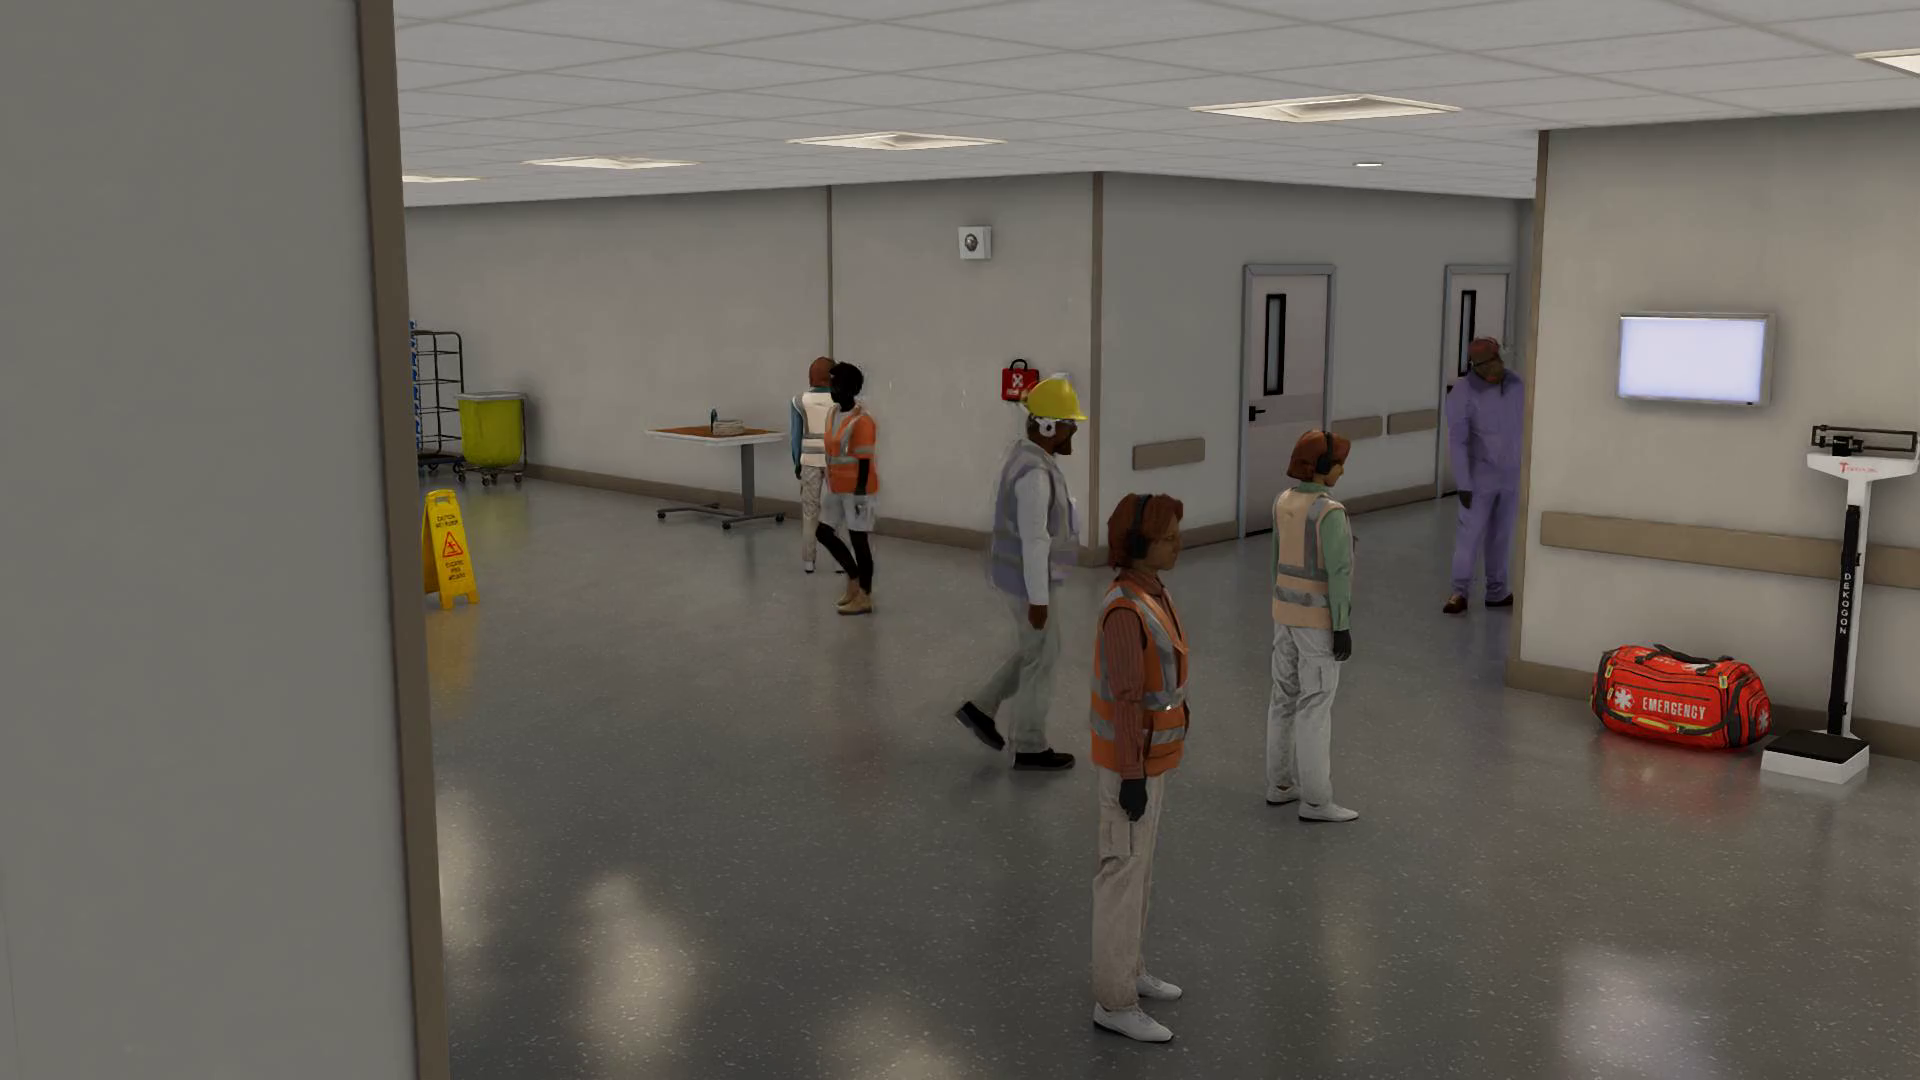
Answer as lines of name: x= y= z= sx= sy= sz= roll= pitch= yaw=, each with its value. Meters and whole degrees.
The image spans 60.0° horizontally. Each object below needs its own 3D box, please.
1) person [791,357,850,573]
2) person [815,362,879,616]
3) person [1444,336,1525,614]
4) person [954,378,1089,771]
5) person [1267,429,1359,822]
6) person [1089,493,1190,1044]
person: x=-1.022 y=-0.558 z=12.559 sx=0.514 sy=1.641 sz=0.308 roll=1 pitch=9 yaw=8
person: x=-0.743 y=-0.334 z=11.009 sx=0.369 sy=1.683 sz=0.557 roll=-6 pitch=11 yaw=-32
person: x=3.590 y=-0.429 z=11.108 sx=0.762 sy=1.864 sz=0.396 roll=-4 pitch=10 yaw=-25
person: x=0.313 y=0.167 z=7.597 sx=0.539 sy=1.810 sz=0.635 roll=0 pitch=9 yaw=-2
person: x=1.468 y=0.354 z=6.973 sx=0.310 sy=1.639 sz=0.514 roll=-3 pitch=10 yaw=-20
person: x=0.538 y=0.670 z=5.033 sx=0.306 sy=1.639 sz=0.523 roll=2 pitch=10 yaw=13
